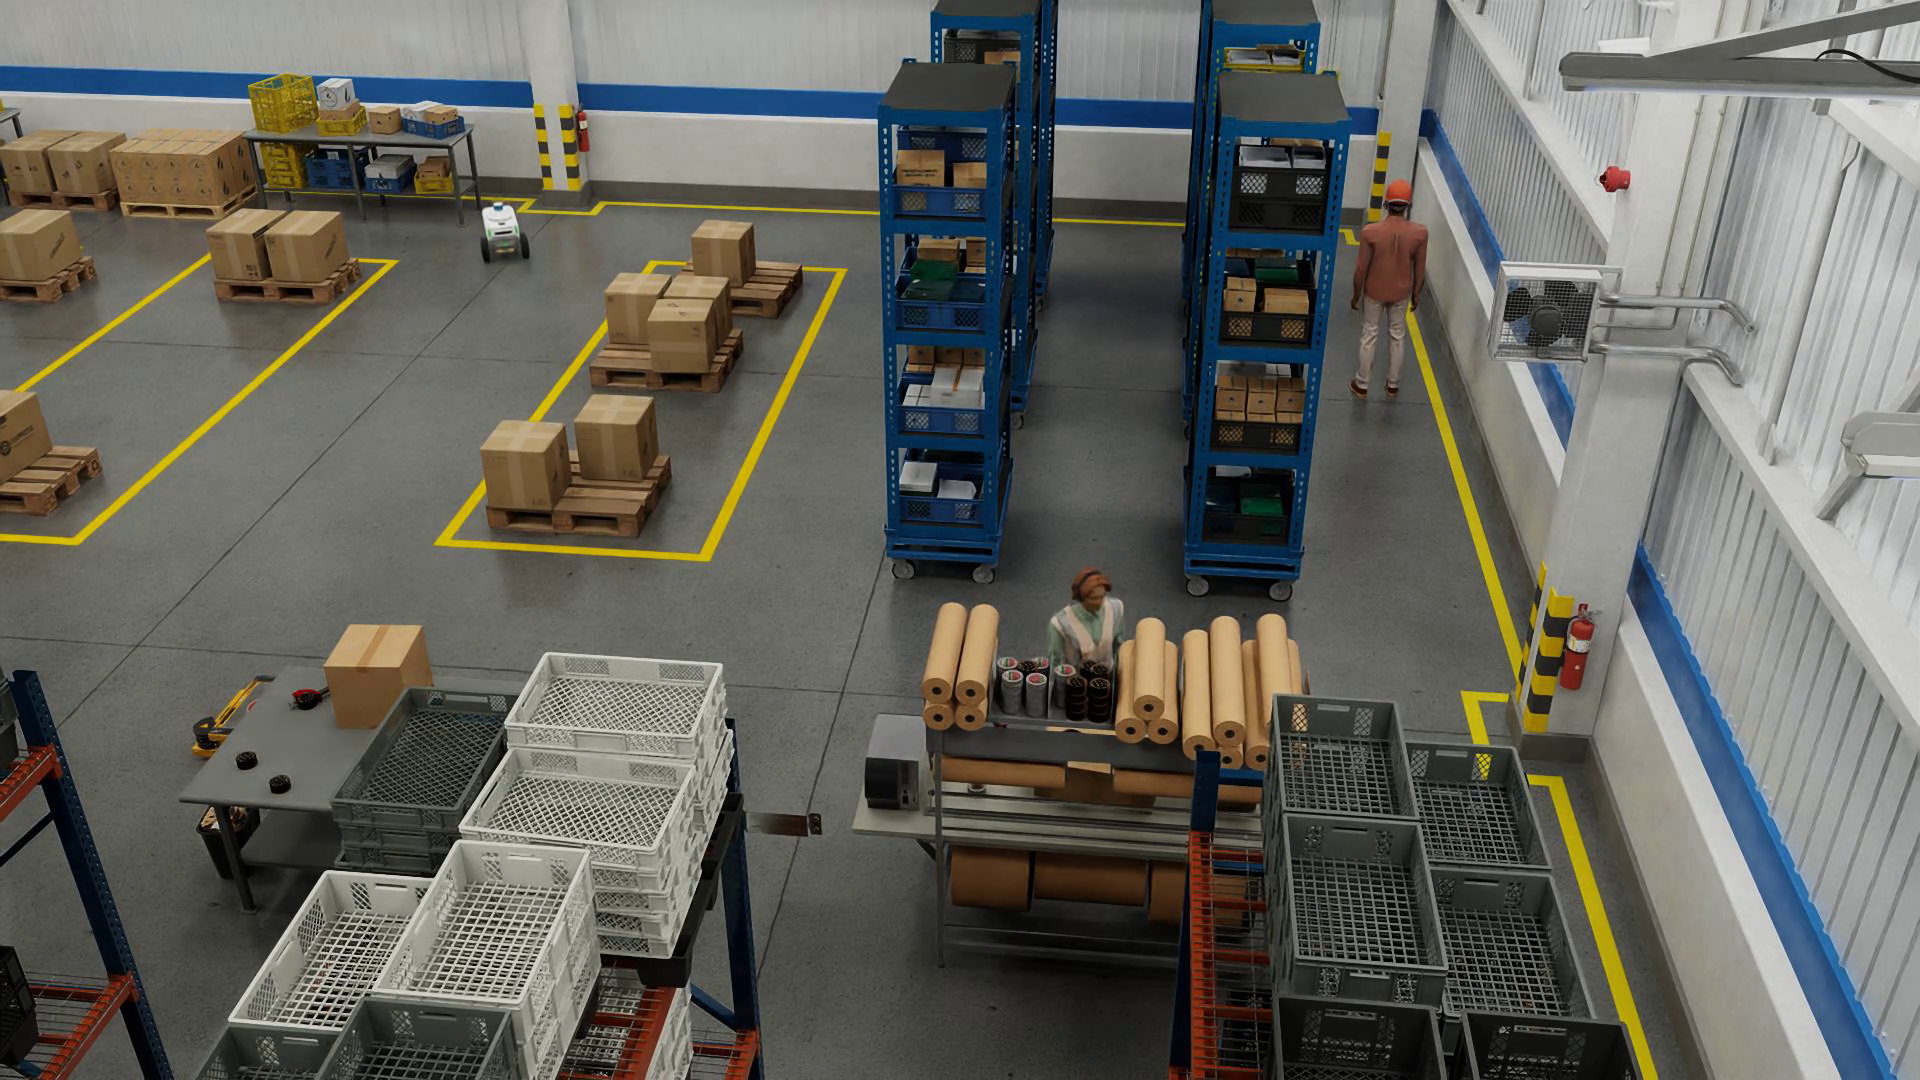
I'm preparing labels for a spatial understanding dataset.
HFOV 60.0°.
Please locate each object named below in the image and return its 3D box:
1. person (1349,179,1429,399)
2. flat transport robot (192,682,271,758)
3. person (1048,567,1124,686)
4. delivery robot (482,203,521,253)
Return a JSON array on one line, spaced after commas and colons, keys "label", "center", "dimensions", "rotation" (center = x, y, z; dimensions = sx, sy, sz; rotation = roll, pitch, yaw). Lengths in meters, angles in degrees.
[{"label": "person", "center": [3.781, -2.214, 14.749], "dimensions": [0.623, 1.992, 0.396], "rotation": [0, 30, 0]}, {"label": "flat transport robot", "center": [-4.089, 1.163, 10.648], "dimensions": [1.431, 0.197, 0.652], "rotation": [3, 30, 6]}, {"label": "person", "center": [0.733, 0.850, 9.853], "dimensions": [0.521, 1.622, 0.328], "rotation": [-15, 33, -24]}, {"label": "delivery robot", "center": [-5.024, -3.447, 18.197], "dimensions": [0.477, 0.478, 0.707], "rotation": [-9, 32, -16]}]
